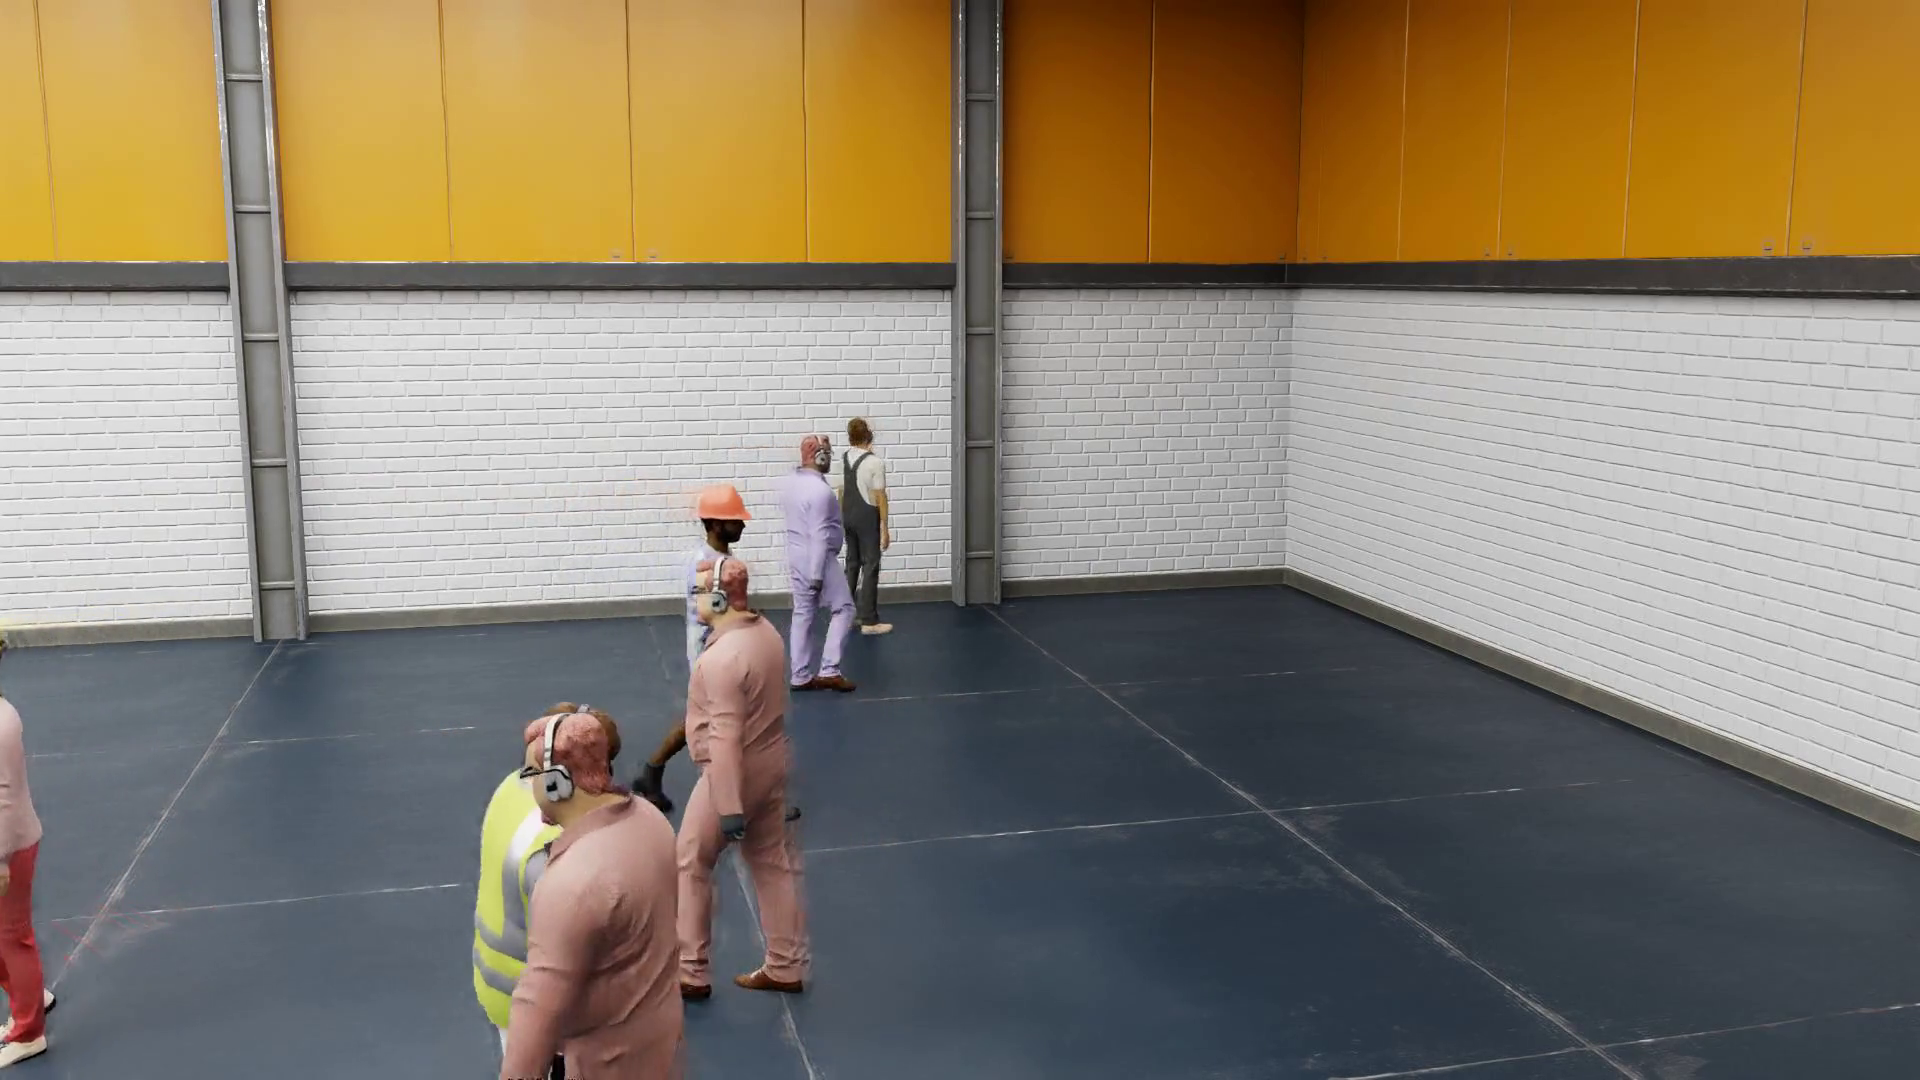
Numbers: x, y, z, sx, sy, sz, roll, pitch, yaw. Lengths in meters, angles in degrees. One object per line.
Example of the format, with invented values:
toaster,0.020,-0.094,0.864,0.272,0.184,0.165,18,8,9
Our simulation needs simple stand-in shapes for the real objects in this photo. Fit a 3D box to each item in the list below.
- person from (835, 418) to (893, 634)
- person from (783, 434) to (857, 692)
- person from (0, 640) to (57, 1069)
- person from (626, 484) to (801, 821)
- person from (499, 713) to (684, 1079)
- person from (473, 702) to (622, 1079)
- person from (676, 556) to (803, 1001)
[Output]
person,-0.820,-0.103,13.984,0.562,1.824,0.395,8,12,40
person,-0.996,0.170,12.054,0.585,1.888,0.650,-6,11,-32
person,-3.691,1.155,6.299,0.364,1.754,0.545,-9,12,-43
person,-1.412,0.626,9.207,0.975,1.901,0.552,1,9,3
person,-1.023,1.391,4.479,0.800,1.863,0.681,1,9,3
person,-1.232,1.354,4.916,0.490,1.808,0.715,-5,10,-29
person,-1.017,0.995,6.960,0.791,1.879,0.658,3,9,16
